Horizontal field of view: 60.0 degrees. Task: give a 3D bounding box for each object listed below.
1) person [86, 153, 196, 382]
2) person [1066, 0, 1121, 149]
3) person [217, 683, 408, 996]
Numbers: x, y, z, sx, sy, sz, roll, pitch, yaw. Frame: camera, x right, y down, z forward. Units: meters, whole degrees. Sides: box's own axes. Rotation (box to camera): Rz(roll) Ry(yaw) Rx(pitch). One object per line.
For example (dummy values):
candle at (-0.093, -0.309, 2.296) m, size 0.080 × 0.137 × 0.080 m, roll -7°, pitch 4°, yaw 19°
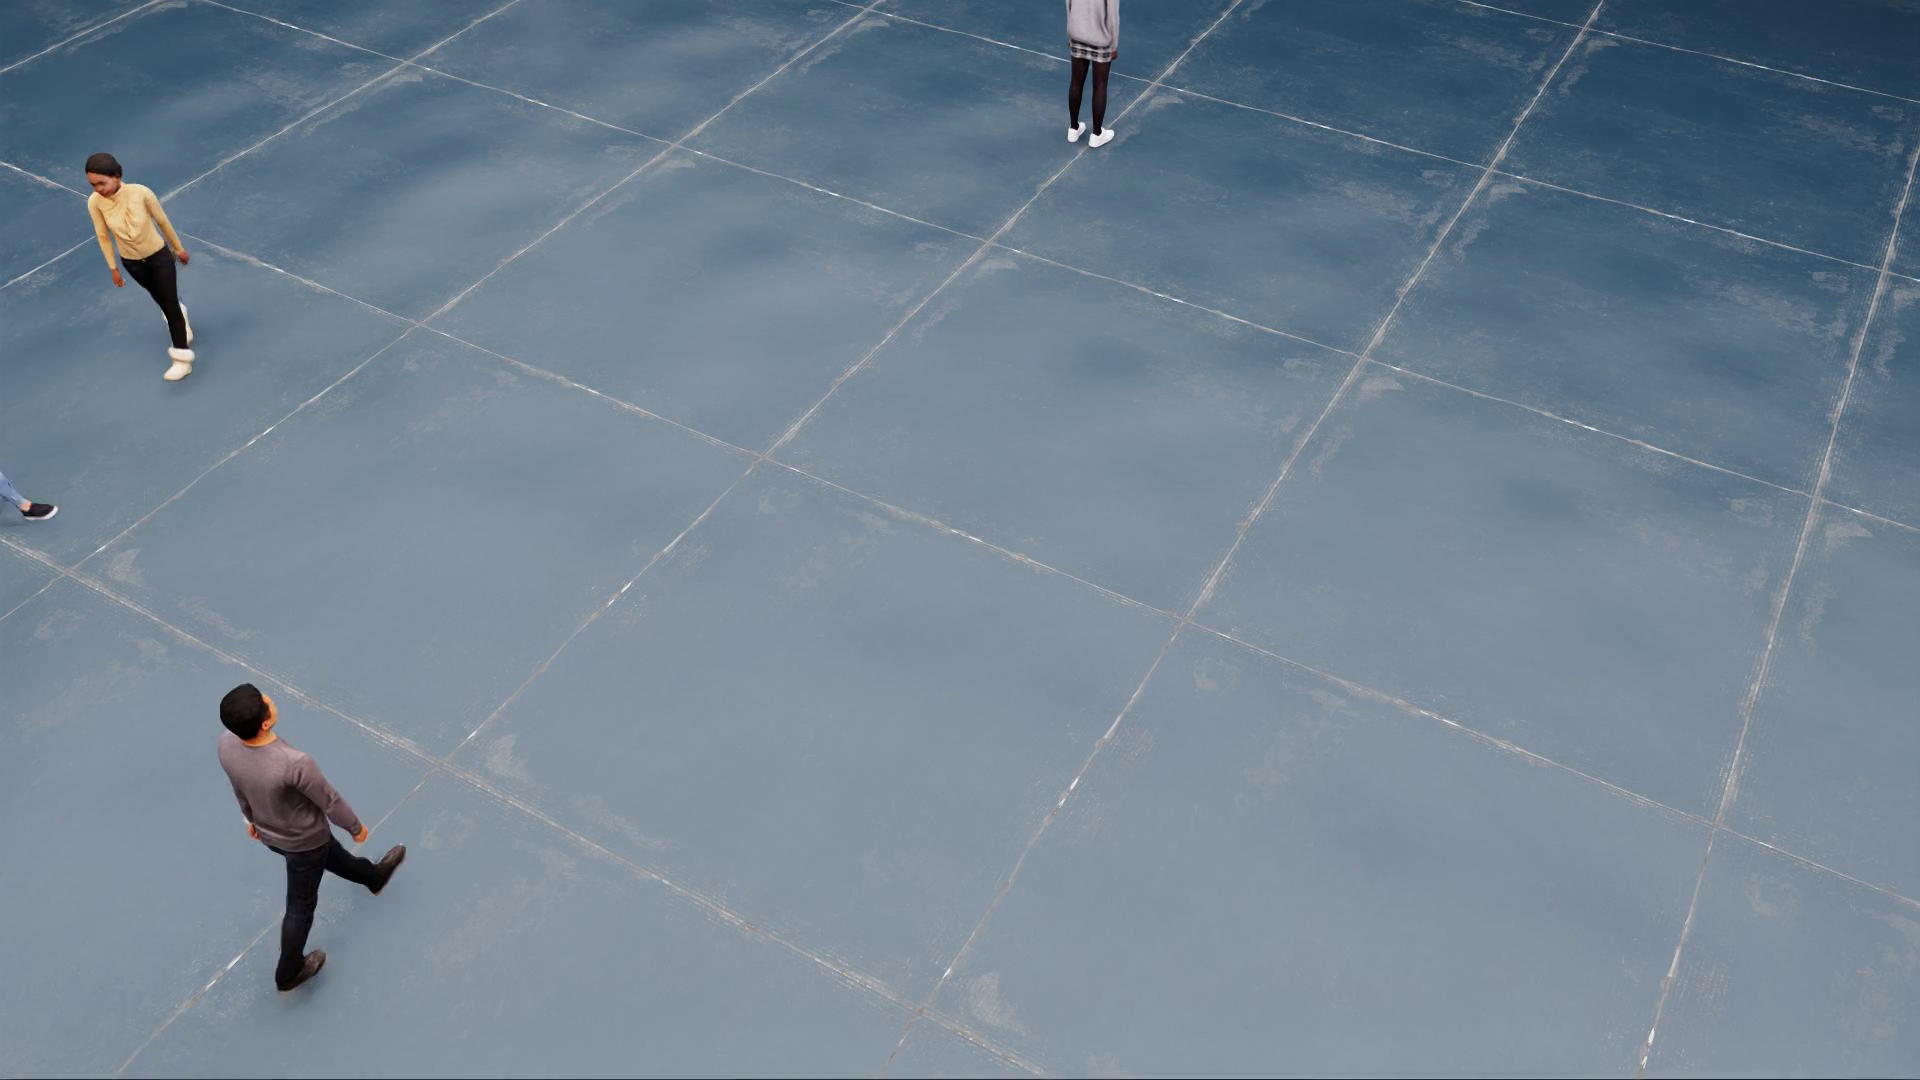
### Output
person at (-5.432, -1.933, 11.151) m, size 1.065 × 1.619 × 1.161 m, roll -11°, pitch 43°, yaw -12°
person at (1.048, -4.010, 13.325) m, size 0.605 × 1.772 × 0.522 m, roll 22°, pitch 47°, yaw 22°
person at (-3.032, 1.370, 7.438) m, size 1.135 × 1.720 × 0.711 m, roll 21°, pitch 46°, yaw 22°
